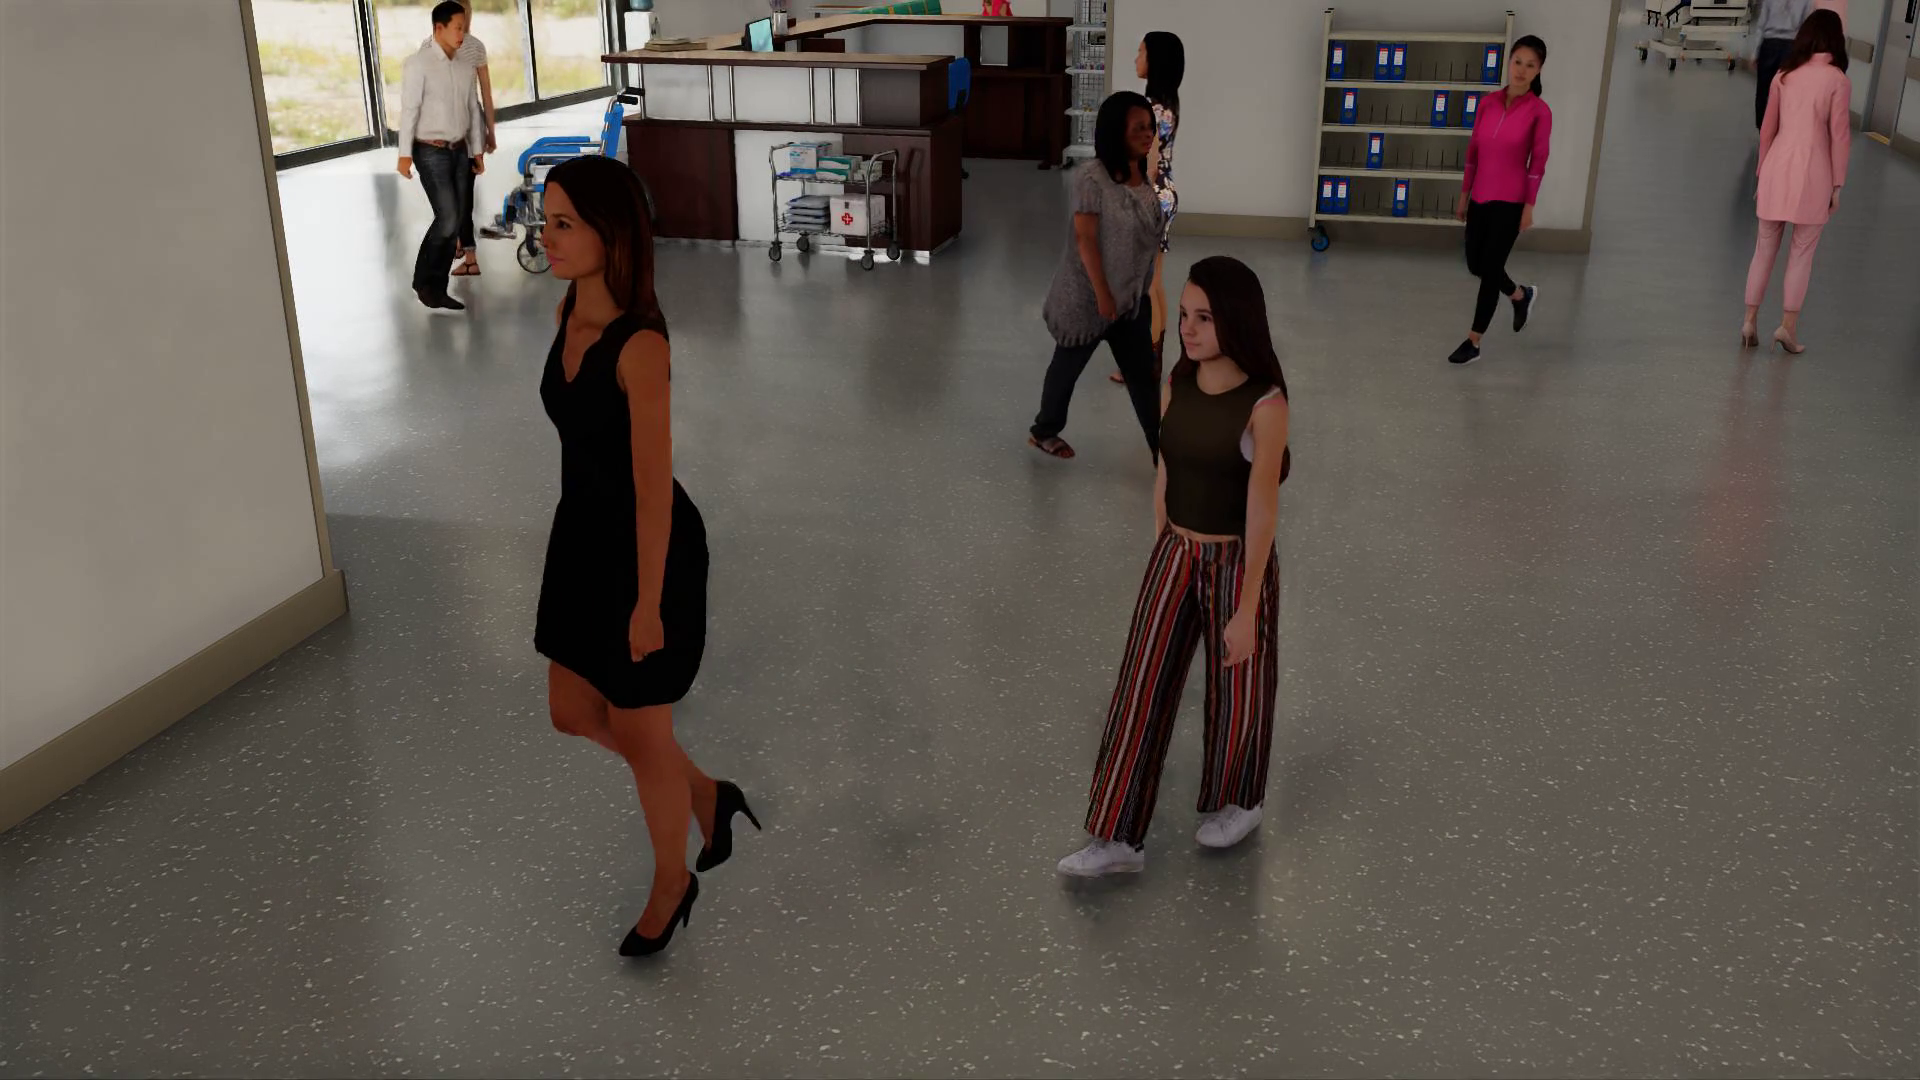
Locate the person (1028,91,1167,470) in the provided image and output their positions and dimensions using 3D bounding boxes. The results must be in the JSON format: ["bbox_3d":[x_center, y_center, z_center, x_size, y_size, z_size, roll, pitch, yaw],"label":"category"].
[{"bbox_3d":[0.546,-1.061,7.021,1.152,1.566,0.947,19,28,40],"label":"person"}]

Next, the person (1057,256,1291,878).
[{"bbox_3d":[0.673,0.076,4.062,0.932,1.536,0.901,19,28,41],"label":"person"}]

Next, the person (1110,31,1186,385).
[{"bbox_3d":[0.952,-1.652,8.343,0.516,1.733,0.585,6,22,15],"label":"person"}]

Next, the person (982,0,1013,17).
[{"bbox_3d":[0.372,-5.248,17.848,0.721,1.726,0.665,-11,23,-26],"label":"person"}]

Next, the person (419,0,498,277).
[{"bbox_3d":[-3.212,-2.569,10.728,1.195,1.759,1.258,-14,25,-32],"label":"person"}]

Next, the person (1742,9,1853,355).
[{"bbox_3d":[4.468,-1.900,8.901,0.748,1.802,0.639,-18,27,-39],"label":"person"}]

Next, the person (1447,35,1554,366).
[{"bbox_3d":[2.875,-1.764,8.717,0.978,1.678,0.988,-17,26,-37],"label":"person"}]

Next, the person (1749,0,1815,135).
[{"bbox_3d":[8.300,-4.906,16.879,1.165,1.773,0.961,12,24,28],"label":"person"}]

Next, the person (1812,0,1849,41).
[{"bbox_3d":[9.408,-5.361,18.130,0.789,1.739,0.781,3,21,9],"label":"person"}]

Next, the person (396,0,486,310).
[{"bbox_3d":[-3.137,-2.257,9.887,0.745,1.772,0.797,14,25,32],"label":"person"}]

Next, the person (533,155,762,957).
[{"bbox_3d":[-0.638,0.087,3.624,0.850,1.825,0.796,-16,26,-35],"label":"person"}]
